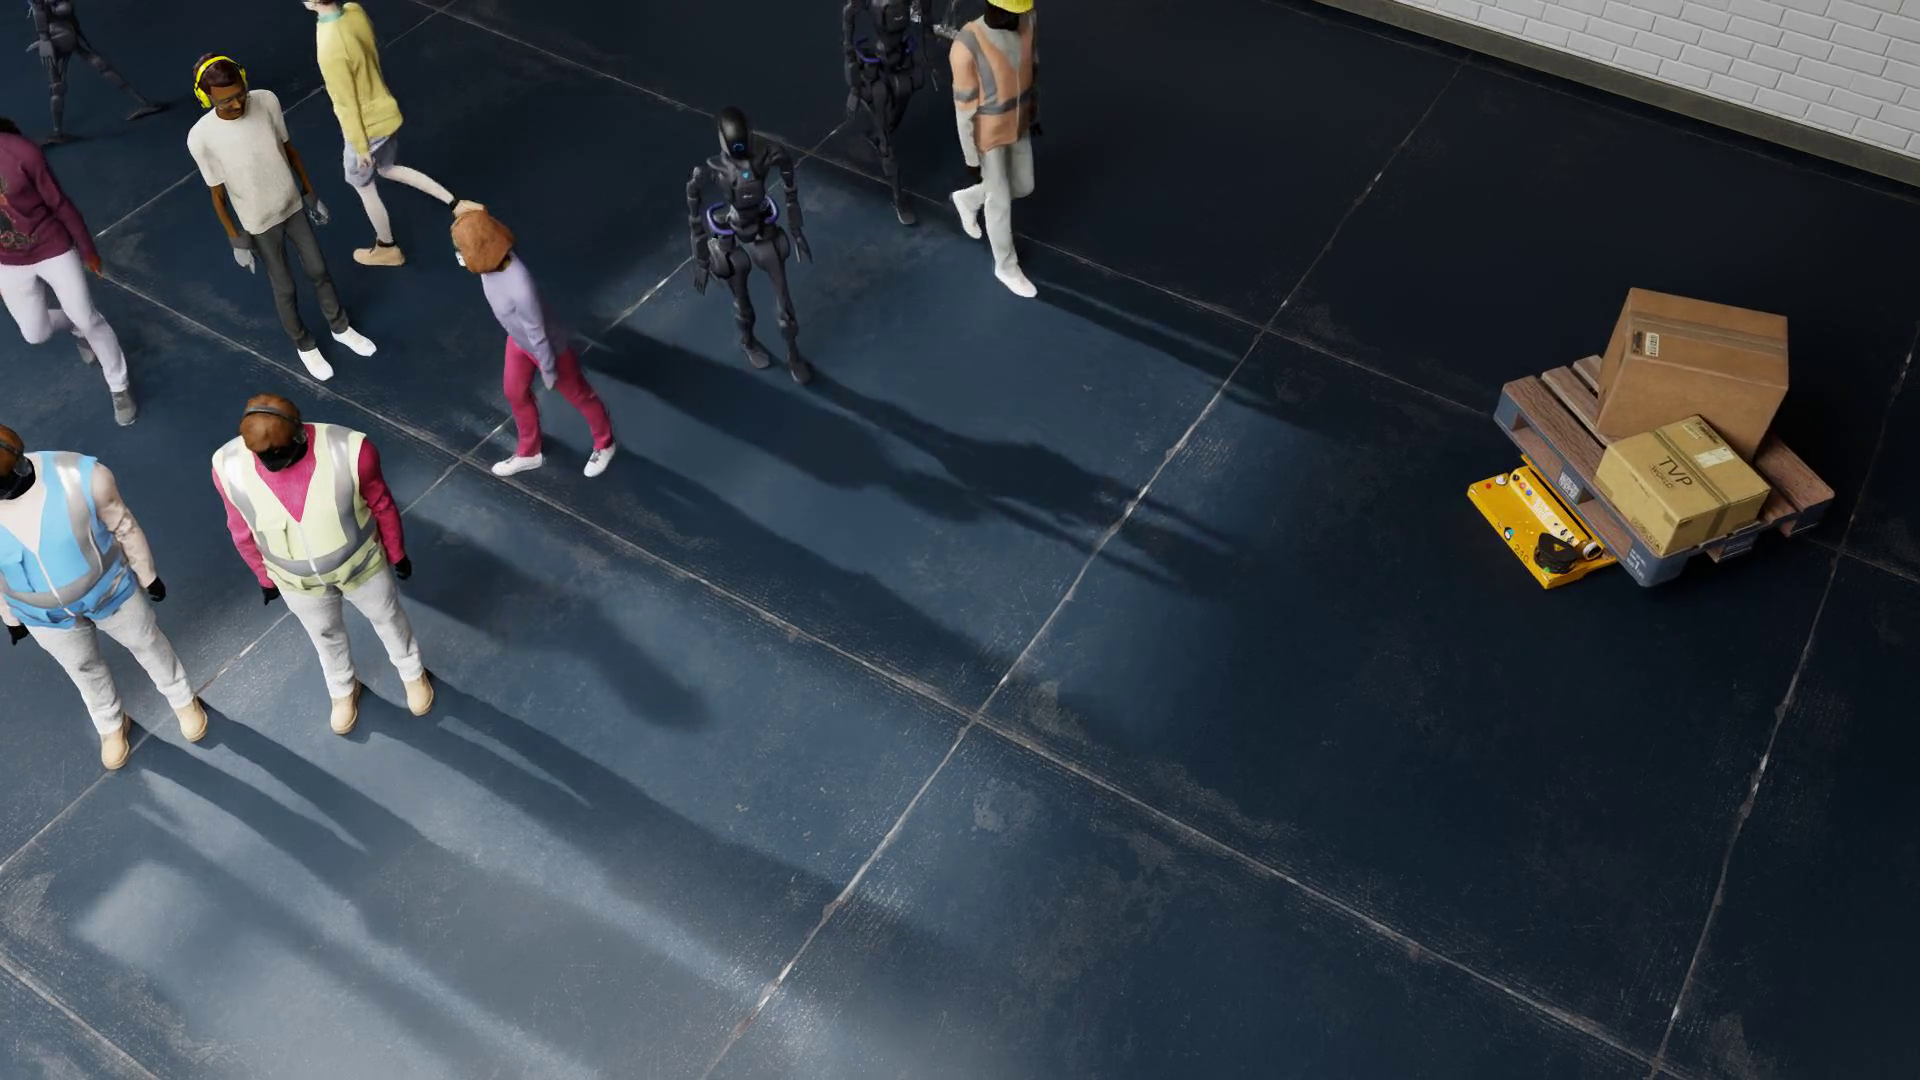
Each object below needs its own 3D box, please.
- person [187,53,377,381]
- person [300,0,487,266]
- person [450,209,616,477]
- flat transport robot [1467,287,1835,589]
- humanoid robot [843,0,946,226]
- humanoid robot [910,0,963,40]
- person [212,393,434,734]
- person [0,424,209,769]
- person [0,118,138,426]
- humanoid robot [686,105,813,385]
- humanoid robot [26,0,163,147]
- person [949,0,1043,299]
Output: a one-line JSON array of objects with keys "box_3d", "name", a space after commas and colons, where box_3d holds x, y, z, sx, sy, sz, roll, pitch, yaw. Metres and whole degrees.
[{"box_3d": [-3.338, -1.567, 8.136, 0.352, 1.856, 0.521, 29, 55, 23], "name": "person"}, {"box_3d": [-3.021, -2.190, 8.680, 0.708, 1.871, 0.469, 6, 49, 5], "name": "person"}, {"box_3d": [-1.995, -0.891, 7.714, 0.591, 1.586, 0.499, -33, 57, -26], "name": "person"}, {"box_3d": [3.251, -0.250, 8.034, 1.431, 0.231, 0.659, -17, 51, -15], "name": "flat transport robot"}, {"box_3d": [-0.403, -2.624, 9.225, 0.602, 1.636, 0.841, -22, 52, -18], "name": "humanoid robot"}, {"box_3d": [-0.146, -3.822, 10.186, 0.904, 1.778, 0.542, 25, 54, 21], "name": "humanoid robot"}, {"box_3d": [-2.532, 0.097, 6.692, 0.620, 1.837, 0.431, -11, 50, -9], "name": "person"}, {"box_3d": [-3.491, 0.217, 6.585, 0.620, 1.840, 0.431, -17, 51, -15], "name": "person"}, {"box_3d": [-4.420, -1.418, 7.951, 0.542, 1.933, 0.557, -9, 49, -8], "name": "person"}, {"box_3d": [-1.015, -1.442, 8.148, 0.610, 1.636, 0.532, -19, 52, -16], "name": "humanoid robot"}, {"box_3d": [-5.268, -3.041, 9.569, 0.789, 1.621, 0.601, -19, 52, -16], "name": "humanoid robot"}, {"box_3d": [0.175, -2.157, 8.620, 0.677, 1.901, 0.603, 36, 58, 27], "name": "person"}]
